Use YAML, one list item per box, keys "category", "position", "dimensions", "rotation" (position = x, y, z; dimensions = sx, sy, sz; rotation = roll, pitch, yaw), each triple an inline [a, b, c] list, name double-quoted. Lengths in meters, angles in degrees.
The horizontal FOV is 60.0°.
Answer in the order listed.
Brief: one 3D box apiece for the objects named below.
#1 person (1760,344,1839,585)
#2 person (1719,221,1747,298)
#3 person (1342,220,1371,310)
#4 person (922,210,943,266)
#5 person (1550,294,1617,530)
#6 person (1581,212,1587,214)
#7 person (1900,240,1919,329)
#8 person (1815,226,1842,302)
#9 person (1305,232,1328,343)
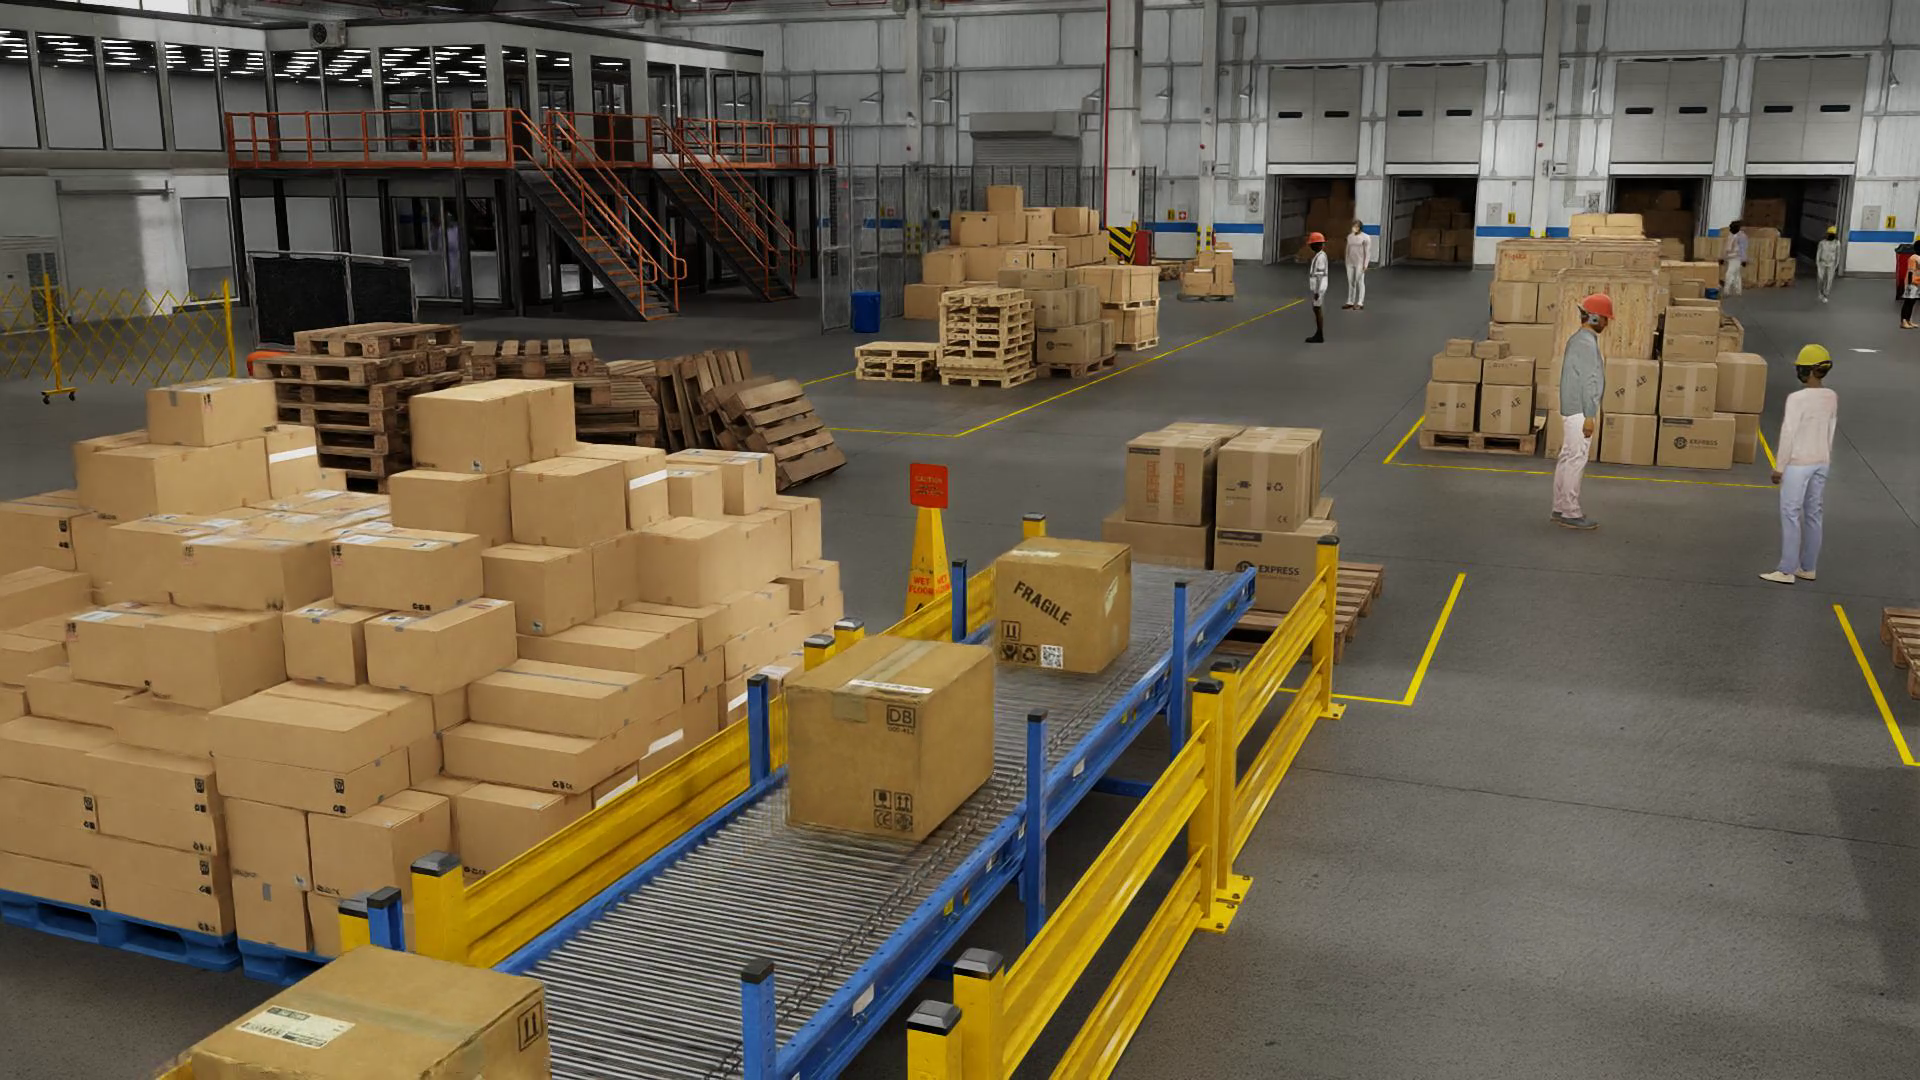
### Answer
- category: "person"
  position: [6.188, -0.554, 12.216]
  dimensions: [0.526, 1.761, 0.331]
  rotation: [-6, 14, -25]
- category: "person"
  position: [18.226, -6.628, 39.360]
  dimensions: [0.880, 1.804, 0.633]
  rotation: [0, 13, 2]
- category: "person"
  position: [8.583, -5.951, 36.010]
  dimensions: [0.355, 1.936, 0.637]
  rotation: [-9, 15, -34]
- category: "person"
  position: [-0.785, -9.158, 50.701]
  dimensions: [0.866, 1.813, 0.628]
  rotation: [-3, 13, -13]
- category: "person"
  position: [5.283, -1.087, 14.085]
  dimensions: [0.405, 1.983, 0.623]
  rotation: [2, 13, 7]
- category: "person"
  position: [15.739, -7.326, 42.155]
  dimensions: [0.387, 1.948, 0.601]
  rotation: [9, 15, 35]
- category: "person"
  position: [18.241, -4.889, 31.786]
  dimensions: [0.536, 1.699, 0.322]
  rotation: [-10, 16, -38]
- category: "person"
  position: [19.862, -6.311, 38.075]
  dimensions: [0.509, 1.727, 0.374]
  rotation: [8, 15, 32]
- category: "person"
  position: [6.251, -4.424, 29.196]
  dimensions: [0.385, 1.929, 0.545]
  rotation: [2, 13, 11]
